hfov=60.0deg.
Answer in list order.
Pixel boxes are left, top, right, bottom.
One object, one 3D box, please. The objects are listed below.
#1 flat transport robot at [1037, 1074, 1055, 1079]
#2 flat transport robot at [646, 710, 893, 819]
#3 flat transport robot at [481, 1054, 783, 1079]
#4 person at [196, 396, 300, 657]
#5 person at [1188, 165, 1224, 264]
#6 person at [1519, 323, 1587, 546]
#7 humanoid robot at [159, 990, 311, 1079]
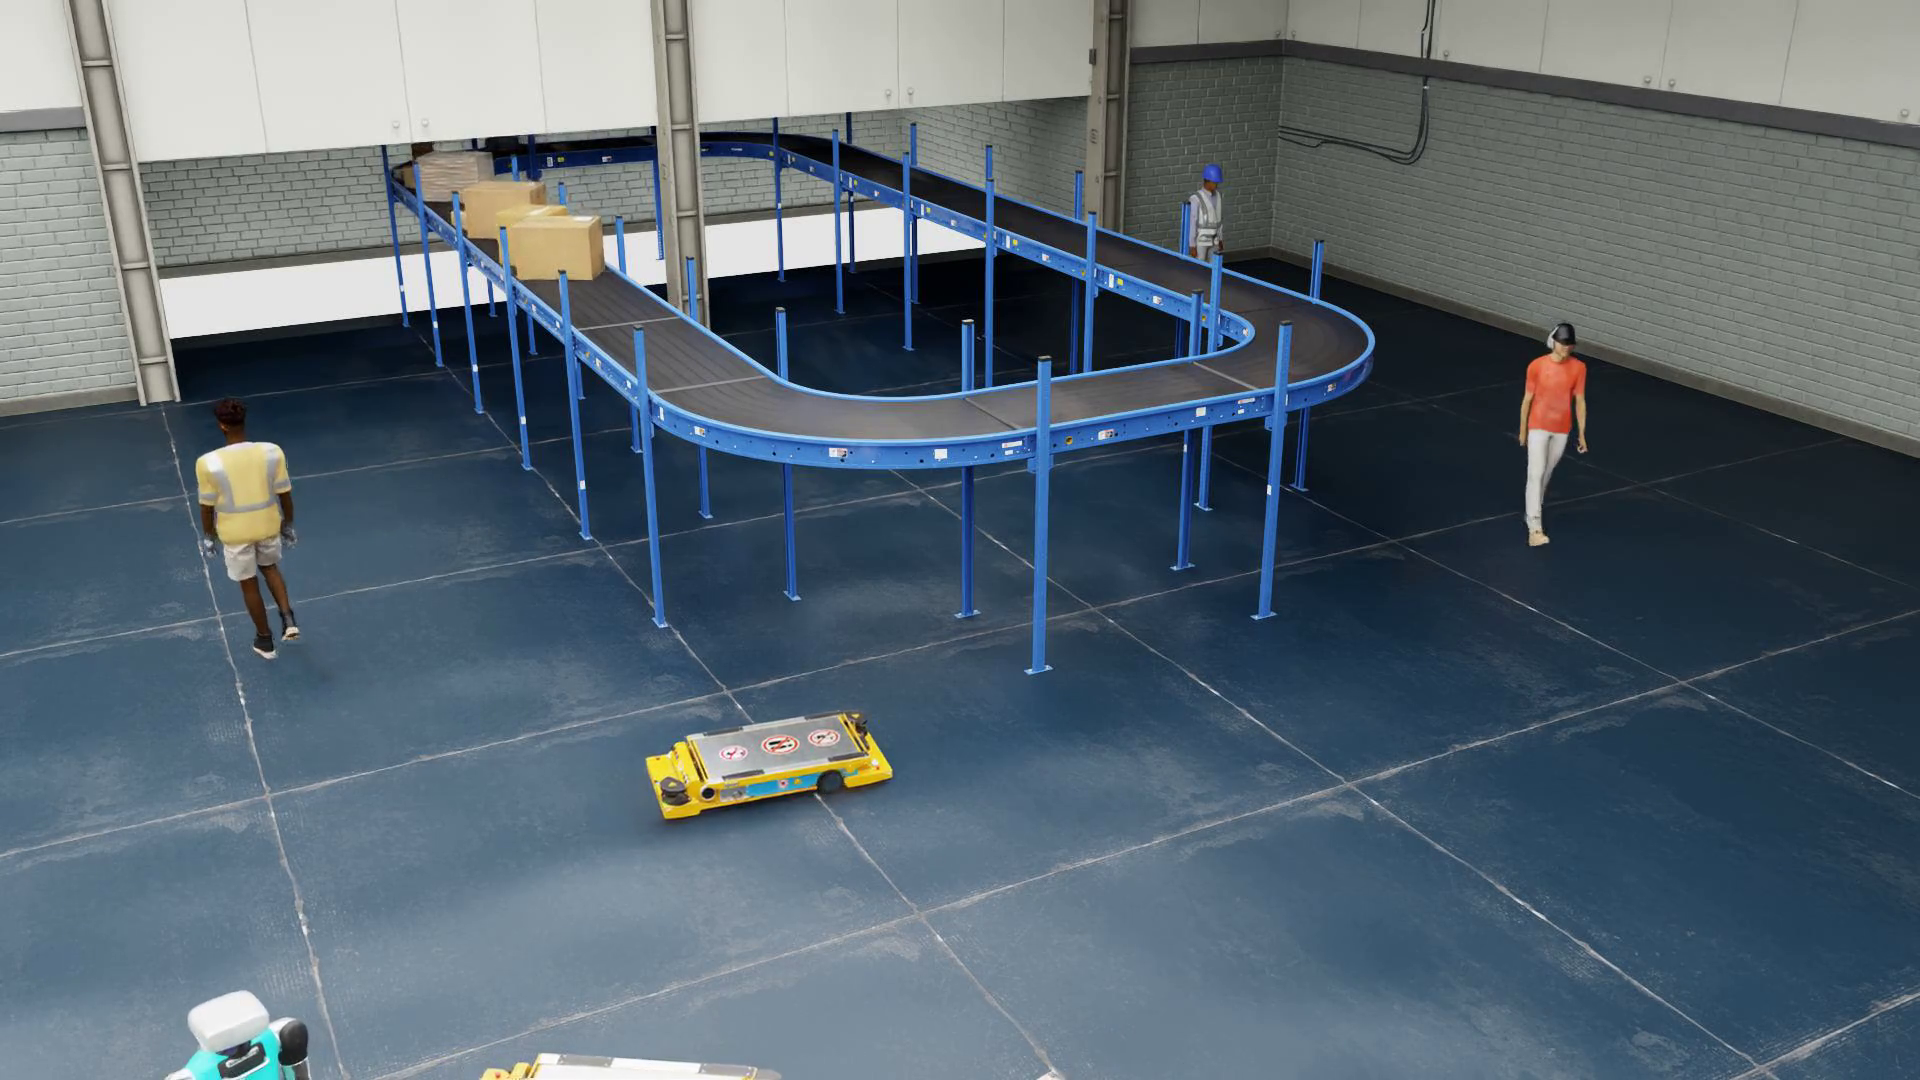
[{"bbox_3d":[0.390,3.066,6.297,1.431,0.231,0.659,-17,27,-36],"label":"flat transport robot"},{"bbox_3d":[-1.201,1.396,10.425,1.431,0.231,0.659,-8,23,-18],"label":"flat transport robot"},{"bbox_3d":[-1.532,2.616,7.410,1.431,0.231,0.659,2,22,5],"label":"flat transport robot"},{"bbox_3d":[-5.078,-0.083,11.844,0.612,1.945,0.431,-20,30,-41],"label":"person"},{"bbox_3d":[3.102,-3.761,20.963,0.615,1.933,0.416,-19,29,-39],"label":"person"},{"bbox_3d":[4.981,-0.879,13.922,0.497,1.871,0.943,-1,22,-2],"label":"person"},{"bbox_3d":[-2.290,2.478,5.817,0.854,1.772,0.556,16,27,35],"label":"humanoid robot"}]
